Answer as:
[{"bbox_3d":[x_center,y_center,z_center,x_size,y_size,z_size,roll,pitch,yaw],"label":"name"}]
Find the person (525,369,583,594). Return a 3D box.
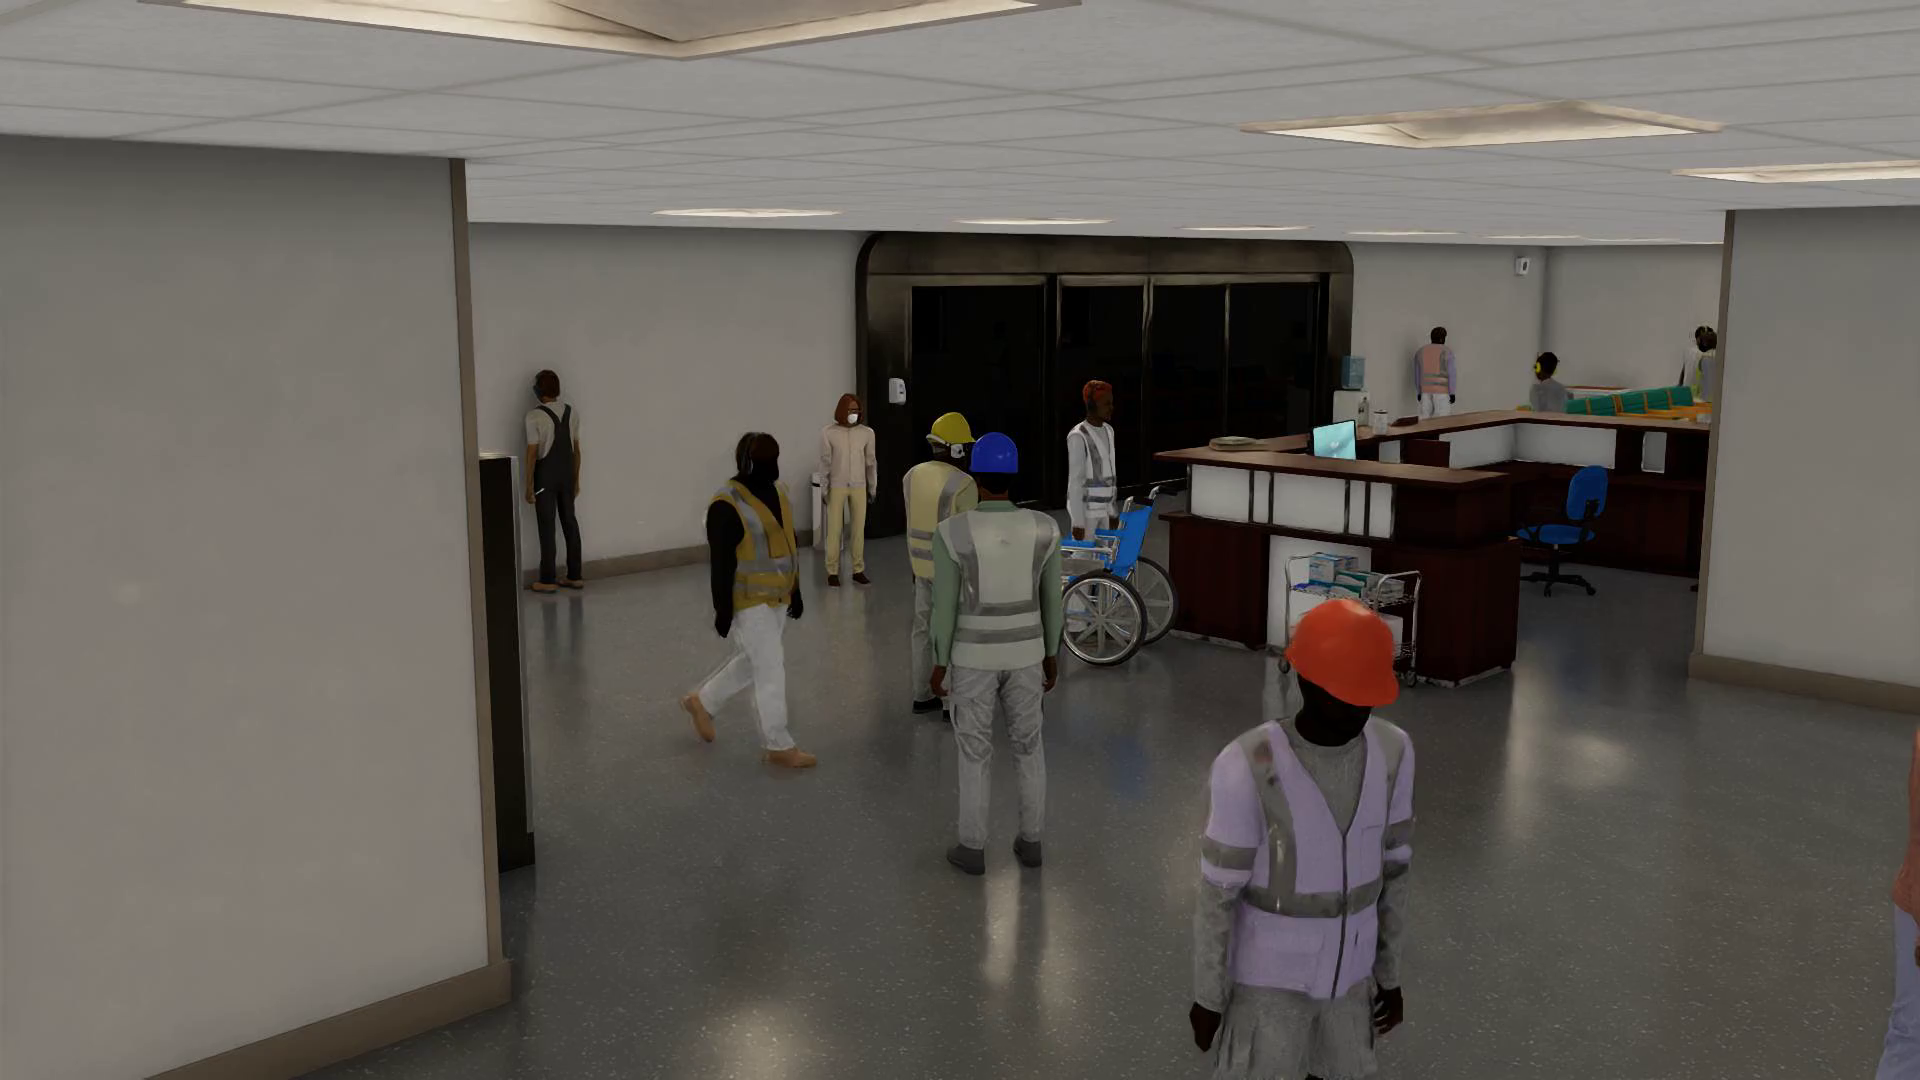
[{"bbox_3d":[-3.341,-0.479,13.670,0.339,1.838,0.506,8,12,40],"label":"person"}]

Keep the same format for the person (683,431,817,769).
[{"bbox_3d":[-1.160,0.303,8.974,0.835,1.811,0.613,4,10,23],"label":"person"}]

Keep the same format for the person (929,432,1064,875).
[{"bbox_3d":[0.156,0.499,7.329,0.614,1.945,0.401,-3,10,-18],"label":"person"}]

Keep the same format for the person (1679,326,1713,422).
[{"bbox_3d":[10.512,-2.115,23.686,0.451,1.837,0.572,-3,10,-20],"label":"person"}]

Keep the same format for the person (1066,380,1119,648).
[{"bbox_3d":[0.934,-0.189,11.754,0.339,1.883,0.586,5,11,28],"label":"person"}]

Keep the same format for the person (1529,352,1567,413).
[{"bbox_3d":[5.790,-0.942,16.517,0.521,1.840,0.455,-4,10,-25],"label":"person"}]

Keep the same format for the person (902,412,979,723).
[{"bbox_3d":[-0.080,0.164,9.777,0.403,1.826,0.597,-9,13,-42],"label":"person"}]

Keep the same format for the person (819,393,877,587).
[{"bbox_3d":[-0.937,-0.419,13.959,0.504,1.627,0.286,-4,10,-22],"label":"person"}]

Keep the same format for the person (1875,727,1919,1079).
[{"bbox_3d":[2.778,1.032,4.624,0.532,1.768,0.311,-9,13,-43],"label":"person"}]

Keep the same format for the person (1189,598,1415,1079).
[{"bbox_3d":[0.833,1.058,4.064,0.638,1.905,0.500,-4,10,-22],"label":"person"}]

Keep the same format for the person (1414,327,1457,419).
[{"bbox_3d":[6.750,-2.094,23.557,0.621,1.845,0.429,9,13,44],"label":"person"}]
